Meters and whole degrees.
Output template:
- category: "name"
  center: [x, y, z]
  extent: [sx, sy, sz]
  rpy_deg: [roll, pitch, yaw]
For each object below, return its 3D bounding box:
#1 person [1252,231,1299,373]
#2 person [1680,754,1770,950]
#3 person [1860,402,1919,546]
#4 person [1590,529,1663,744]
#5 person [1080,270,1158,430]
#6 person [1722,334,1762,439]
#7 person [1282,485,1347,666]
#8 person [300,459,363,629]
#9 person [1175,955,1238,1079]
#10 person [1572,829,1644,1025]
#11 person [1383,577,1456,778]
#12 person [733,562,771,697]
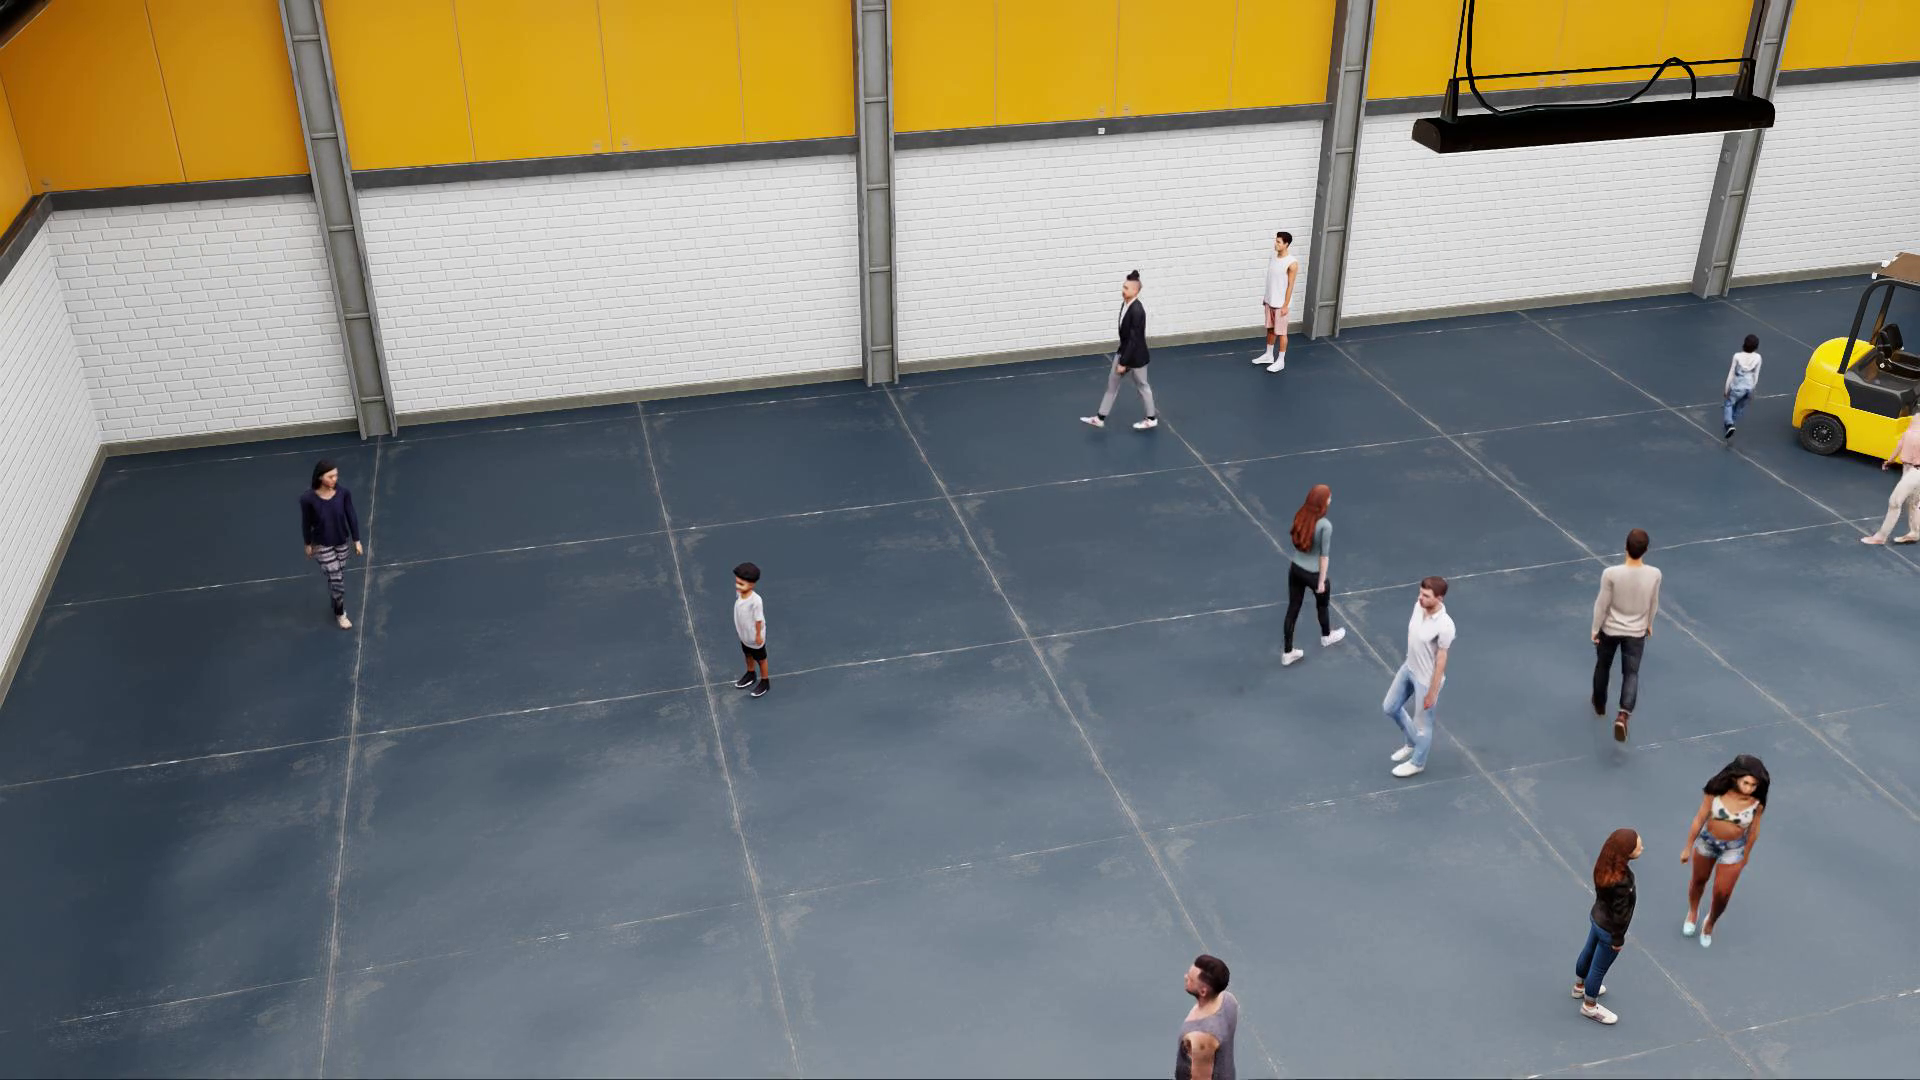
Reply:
- category: "person"
  center: [3.986, -2.997, 20.764]
  extent: [0.640, 1.789, 0.682]
  rpy_deg: [-14, 31, -24]
- category: "person"
  center: [5.297, 2.116, 11.585]
  extent: [0.723, 1.603, 0.783]
  rpy_deg: [18, 33, 29]
- category: "person"
  center: [9.671, -0.713, 16.670]
  extent: [0.957, 1.701, 0.754]
  rpy_deg: [1, 29, 2]
- category: "person"
  center: [5.496, 0.799, 13.741]
  extent: [1.133, 1.850, 1.045]
  rpy_deg: [5, 29, 10]
- category: "person"
  center: [2.067, -2.134, 19.063]
  extent: [1.145, 1.904, 0.741]
  rpy_deg: [-9, 30, -16]
- category: "person"
  center: [8.932, -1.738, 19.021]
  extent: [0.729, 1.248, 0.709]
  rpy_deg: [5, 29, 9]
- category: "person"
  center: [3.023, 0.338, 14.725]
  extent: [1.070, 1.717, 0.849]
  rpy_deg: [-20, 34, -32]
- category: "person"
  center: [-5.859, -0.004, 15.379]
  extent: [0.803, 1.693, 0.843]
  rpy_deg: [-20, 35, -32]
- category: "person"
  center: [1.433, 3.088, 9.339]
  extent: [0.991, 1.835, 0.916]
  rpy_deg: [15, 32, 25]
- category: "person"
  center: [4.278, 2.511, 10.986]
  extent: [0.599, 1.484, 0.615]
  rpy_deg: [1, 29, 2]
- category: "person"
  center: [3.758, 1.076, 13.243]
  extent: [0.634, 1.842, 0.688]
  rpy_deg: [-9, 30, -15]
- category: "person"
  center: [-1.812, 0.752, 14.449]
  extent: [0.560, 1.256, 0.598]
  rpy_deg: [24, 37, 37]
